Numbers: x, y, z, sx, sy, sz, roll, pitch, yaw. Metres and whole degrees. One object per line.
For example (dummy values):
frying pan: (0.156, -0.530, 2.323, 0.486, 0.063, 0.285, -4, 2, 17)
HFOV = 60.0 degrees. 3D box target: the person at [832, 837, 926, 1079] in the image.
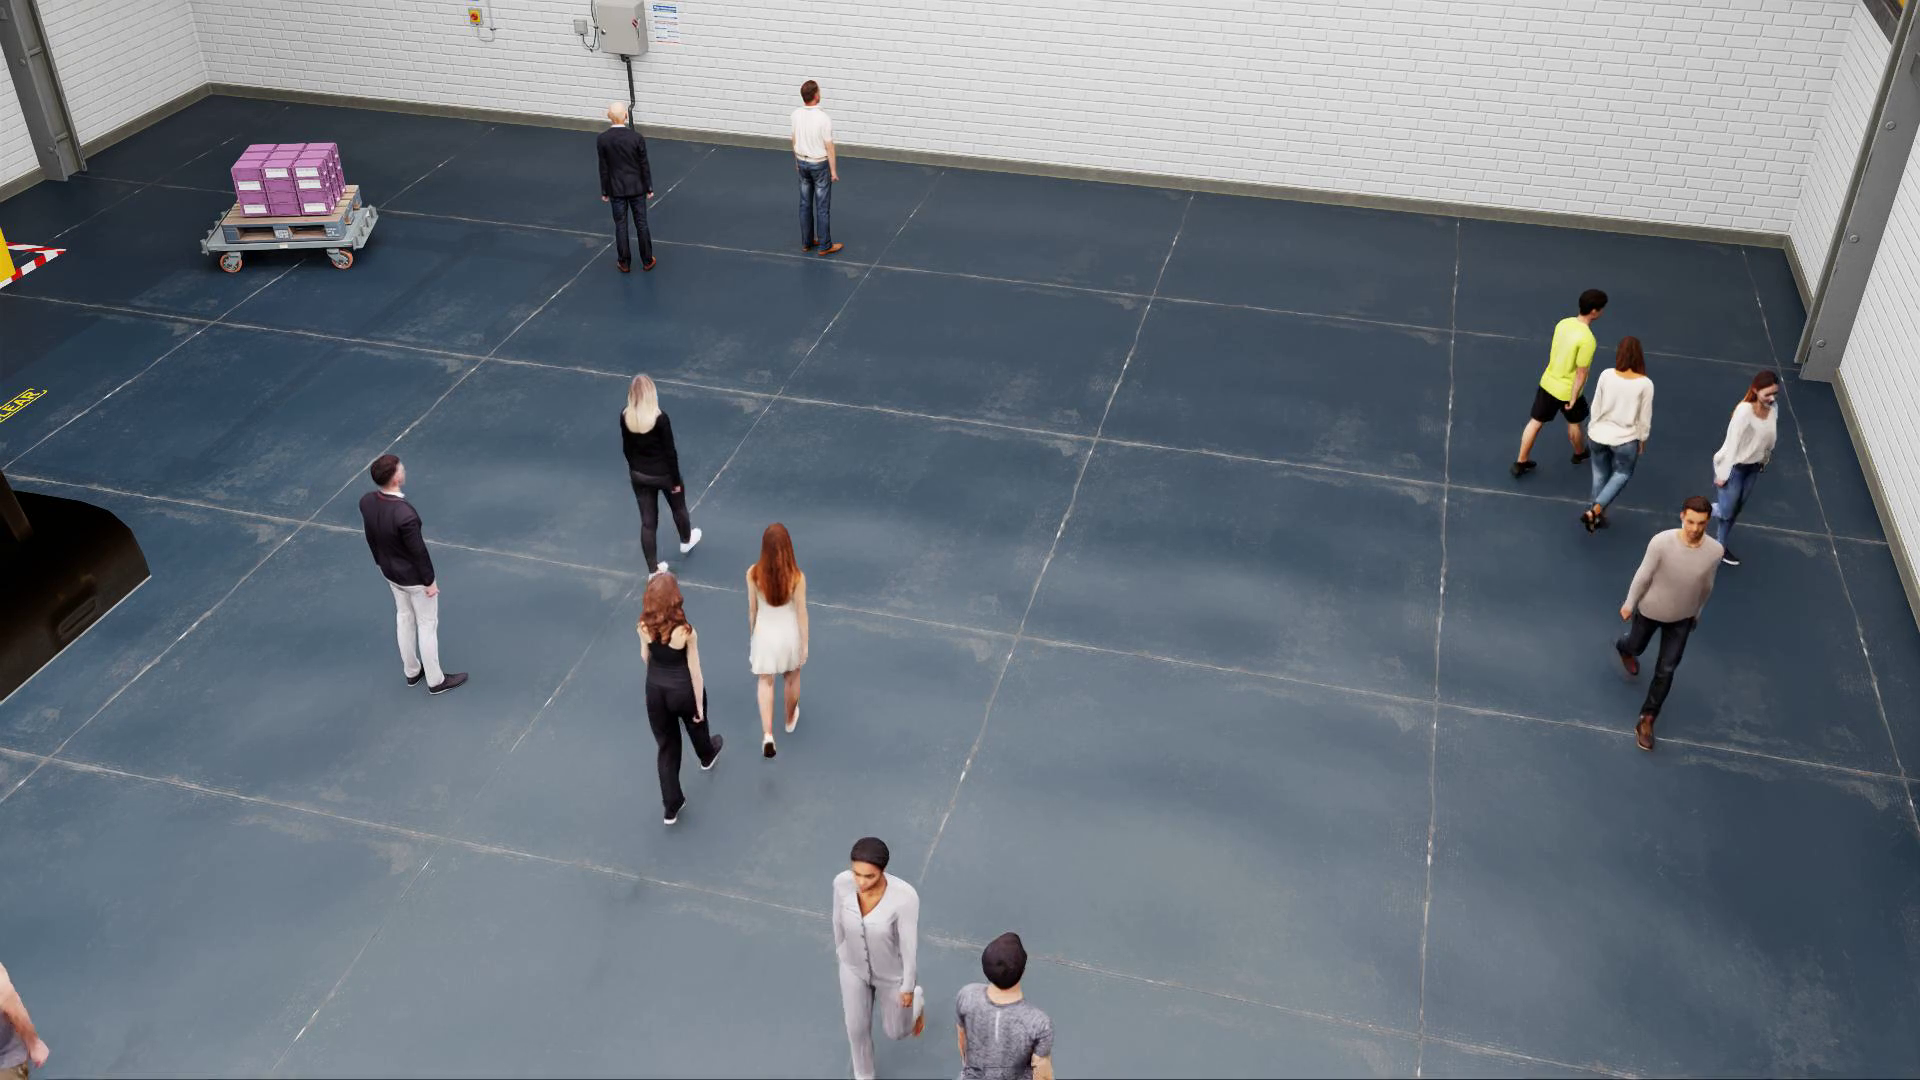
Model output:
person: (-0.390, 2.134, 8.554, 0.656, 1.716, 0.898, 12, 36, 18)

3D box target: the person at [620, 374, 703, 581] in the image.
person: (-2.328, -0.407, 12.427, 0.619, 1.661, 0.915, 8, 35, 12)

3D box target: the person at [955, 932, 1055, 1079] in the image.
person: (0.134, 2.638, 7.697, 0.823, 1.825, 1.229, 15, 36, 21)

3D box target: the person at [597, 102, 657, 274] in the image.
person: (-3.437, -3.630, 17.149, 0.762, 1.800, 0.745, -6, 34, -9)

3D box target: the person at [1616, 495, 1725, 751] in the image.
person: (4.656, 0.428, 11.015, 0.714, 1.833, 1.196, 5, 34, 8)

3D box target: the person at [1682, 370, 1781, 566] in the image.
person: (5.848, -0.567, 12.650, 0.862, 1.680, 0.922, -21, 39, -28)

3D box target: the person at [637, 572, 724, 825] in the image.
person: (-1.809, 1.005, 10.262, 0.651, 1.706, 1.034, 5, 34, 7)

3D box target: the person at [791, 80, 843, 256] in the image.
person: (-1.553, -3.931, 17.551, 0.722, 1.856, 0.678, 19, 38, 26)

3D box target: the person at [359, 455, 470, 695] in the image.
person: (-3.760, 0.234, 11.299, 0.728, 1.842, 0.663, 20, 38, 27)

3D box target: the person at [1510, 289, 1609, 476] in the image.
person: (4.895, -1.249, 13.692, 1.105, 1.662, 1.077, -16, 37, -23)

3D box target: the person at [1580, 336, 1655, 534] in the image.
person: (5.067, -0.761, 12.958, 0.818, 1.661, 0.904, 26, 41, 33)

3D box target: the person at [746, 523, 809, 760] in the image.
person: (-1.190, 0.675, 10.763, 0.672, 1.700, 0.989, 3, 34, 5)
